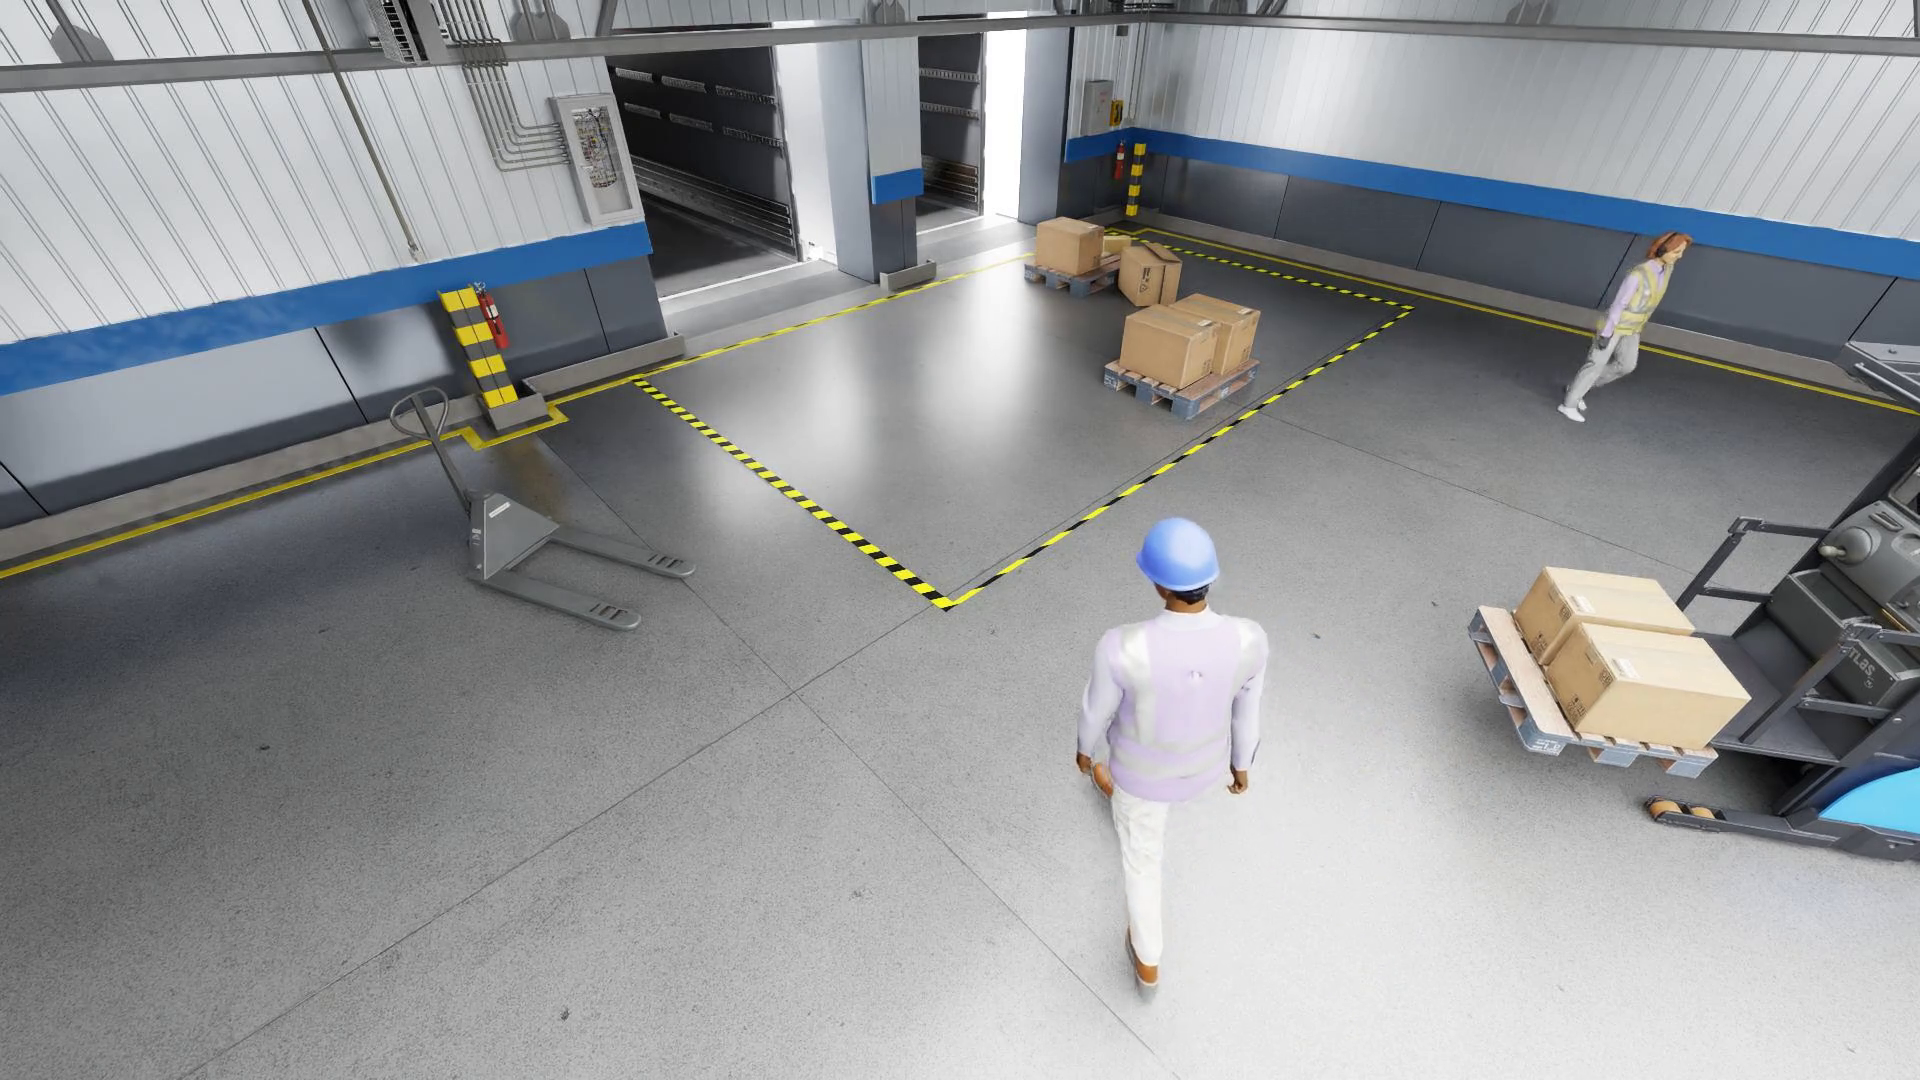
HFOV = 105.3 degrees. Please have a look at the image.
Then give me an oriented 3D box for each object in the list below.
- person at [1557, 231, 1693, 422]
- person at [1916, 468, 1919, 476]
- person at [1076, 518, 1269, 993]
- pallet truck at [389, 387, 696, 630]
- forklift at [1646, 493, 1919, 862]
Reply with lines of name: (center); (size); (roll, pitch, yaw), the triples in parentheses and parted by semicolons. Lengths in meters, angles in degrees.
person: (5.636, -1.790, 6.266); (0.536, 1.624, 0.391); (-16, 40, -19)
person: (7.921, -1.148, 5.345); (0.492, 1.743, 0.295); (2, 38, 2)
person: (0.749, 0.770, 2.741); (0.640, 1.879, 1.019); (-7, 38, -9)
pallet truck: (-2.613, -0.247, 4.593); (1.601, 1.201, 0.680); (14, 40, 17)
forklift: (4.217, 0.448, 3.039); (0.776, 2.013, 0.716); (8, 38, 10)
